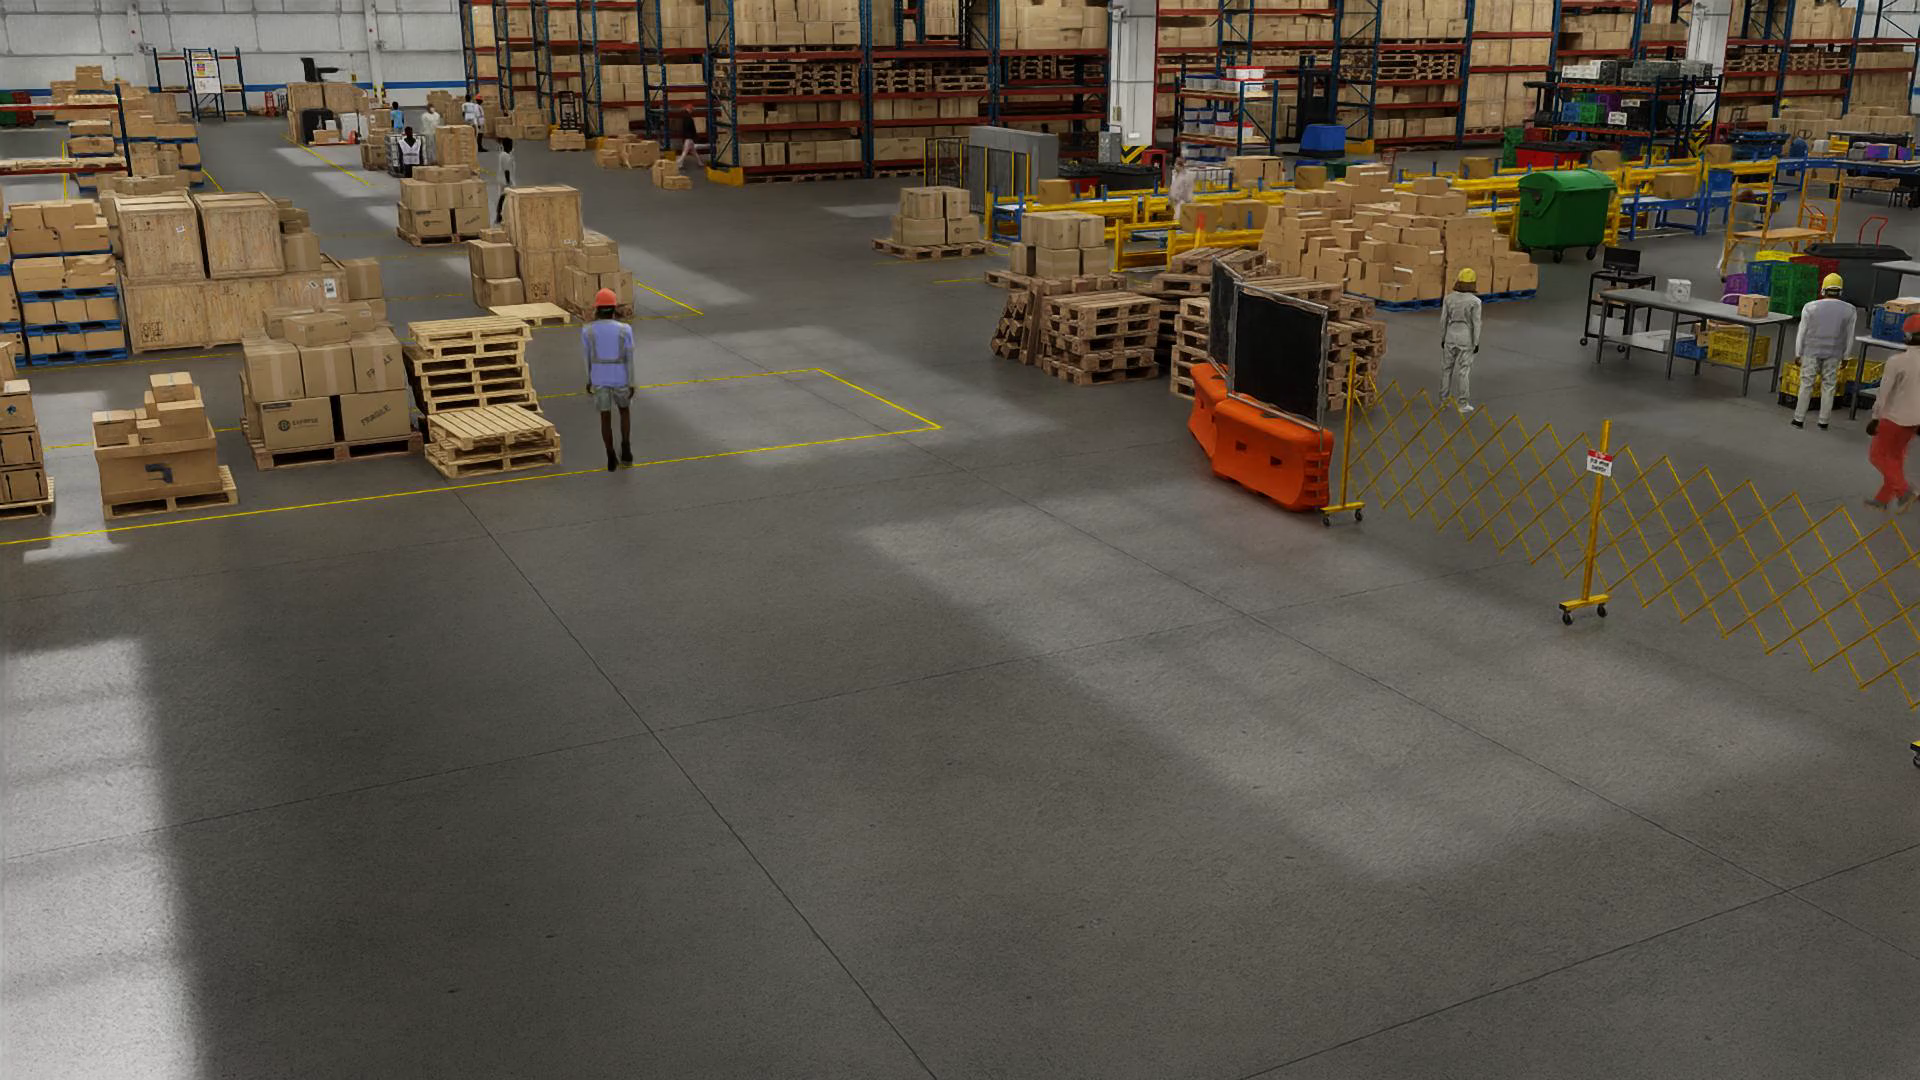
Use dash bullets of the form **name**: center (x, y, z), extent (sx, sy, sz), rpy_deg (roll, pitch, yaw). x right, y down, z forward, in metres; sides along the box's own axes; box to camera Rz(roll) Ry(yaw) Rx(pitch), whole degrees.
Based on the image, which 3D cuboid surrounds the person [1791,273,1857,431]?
- **person**: center (10.040, -2.186, 19.359), extent (0.595, 1.824, 0.404), rpy_deg (6, 19, 18)

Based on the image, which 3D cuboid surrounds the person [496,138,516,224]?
- **person**: center (-10.181, -8.170, 37.848), extent (0.974, 1.915, 0.634), rpy_deg (-10, 20, -28)

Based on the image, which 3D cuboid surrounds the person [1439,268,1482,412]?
- **person**: center (6.097, -2.435, 20.259), extent (0.492, 1.742, 0.318), rpy_deg (13, 22, 36)

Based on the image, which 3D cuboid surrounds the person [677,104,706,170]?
- **person**: center (-8.180, -12.178, 50.331), extent (1.045, 1.944, 0.615), rpy_deg (-9, 20, -25)

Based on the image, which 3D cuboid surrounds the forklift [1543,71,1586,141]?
- **forklift**: center (18.685, -13.231, 52.085), extent (1.873, 2.768, 1.129), rpy_deg (-9, 20, -26)

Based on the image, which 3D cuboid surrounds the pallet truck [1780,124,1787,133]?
- **pallet truck**: center (25.206, -12.542, 52.601), extent (1.601, 1.201, 0.680), rpy_deg (0, 18, -2)

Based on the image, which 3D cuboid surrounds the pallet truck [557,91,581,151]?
- **pallet truck**: center (-13.495, -14.412, 57.188), extent (0.823, 1.965, 1.885), rpy_deg (-3, 18, -9)

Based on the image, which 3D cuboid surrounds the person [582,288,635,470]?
- **person**: center (-3.740, -1.731, 17.781), extent (0.547, 1.913, 0.657), rpy_deg (-3, 18, -9)

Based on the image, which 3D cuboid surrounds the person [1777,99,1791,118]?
- **person**: center (27.683, -13.936, 56.005), extent (0.425, 1.806, 0.649), rpy_deg (3, 18, 8)

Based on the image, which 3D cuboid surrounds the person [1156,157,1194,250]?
- **person**: center (4.460, -6.840, 33.823), extent (1.017, 1.852, 0.670), rpy_deg (-7, 19, -20)

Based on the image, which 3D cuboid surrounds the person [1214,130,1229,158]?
- **person**: center (7.697, -11.627, 48.896), extent (0.533, 1.747, 0.680), rpy_deg (6, 19, 19)

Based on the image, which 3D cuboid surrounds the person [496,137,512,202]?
- **person**: center (-11.528, -9.366, 42.072), extent (0.537, 1.623, 0.535), rpy_deg (12, 21, 33)

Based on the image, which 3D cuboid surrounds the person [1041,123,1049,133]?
- **person**: center (2.400, -10.801, 46.463), extent (0.537, 1.673, 0.758), rpy_deg (12, 21, 32)

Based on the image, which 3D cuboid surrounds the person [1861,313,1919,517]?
- **person**: center (9.069, -1.178, 15.953), extent (0.634, 1.979, 0.672), rpy_deg (-5, 18, -15)

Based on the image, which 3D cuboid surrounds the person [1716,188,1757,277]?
- **person**: center (14.194, -5.601, 30.365), extent (0.765, 1.609, 0.508), rpy_deg (-11, 21, -32)

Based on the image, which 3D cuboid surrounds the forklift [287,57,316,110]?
- **forklift**: center (-25.841, -17.776, 66.253), extent (1.873, 2.768, 1.129), rpy_deg (-9, 20, -26)

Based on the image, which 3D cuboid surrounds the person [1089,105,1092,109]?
- **person**: center (5.063, -17.459, 67.305), extent (0.509, 1.610, 0.629), rpy_deg (-9, 20, -25)

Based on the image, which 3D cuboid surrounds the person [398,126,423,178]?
- **person**: center (-13.694, -9.343, 41.519), extent (0.604, 1.921, 0.377), rpy_deg (-9, 20, -27)

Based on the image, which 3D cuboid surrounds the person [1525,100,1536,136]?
- **person**: center (18.559, -13.272, 53.809), extent (0.615, 1.886, 0.669), rpy_deg (-4, 18, -13)

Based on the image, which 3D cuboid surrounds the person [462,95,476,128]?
- **person**: center (-18.066, -15.515, 61.166), extent (0.546, 1.649, 0.852), rpy_deg (-12, 21, -33)

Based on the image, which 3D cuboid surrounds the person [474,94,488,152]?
- **person**: center (-16.301, -14.177, 56.557), extent (0.374, 1.934, 0.548), rpy_deg (-1, 18, -3)

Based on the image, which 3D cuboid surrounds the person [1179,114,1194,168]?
- **person**: center (6.083, -10.340, 44.440), extent (0.527, 2.031, 0.637), rpy_deg (-6, 19, -17)

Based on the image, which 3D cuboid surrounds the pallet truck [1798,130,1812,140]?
- **pallet truck**: center (25.526, -11.556, 49.408), extent (1.630, 1.274, 0.653), rpy_deg (-9, 20, -26)

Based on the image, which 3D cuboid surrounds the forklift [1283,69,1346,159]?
- **forklift**: center (11.615, -13.871, 54.079), extent (1.129, 2.768, 1.873), rpy_deg (-9, 20, -27)

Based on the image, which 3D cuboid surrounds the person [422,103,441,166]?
- **person**: center (-16.290, -12.556, 51.530), extent (0.607, 1.916, 0.652), rpy_deg (13, 22, 34)

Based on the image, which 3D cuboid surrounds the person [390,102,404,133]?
- **person**: center (-19.036, -13.975, 56.311), extent (0.317, 1.695, 0.540), rpy_deg (12, 21, 32)
